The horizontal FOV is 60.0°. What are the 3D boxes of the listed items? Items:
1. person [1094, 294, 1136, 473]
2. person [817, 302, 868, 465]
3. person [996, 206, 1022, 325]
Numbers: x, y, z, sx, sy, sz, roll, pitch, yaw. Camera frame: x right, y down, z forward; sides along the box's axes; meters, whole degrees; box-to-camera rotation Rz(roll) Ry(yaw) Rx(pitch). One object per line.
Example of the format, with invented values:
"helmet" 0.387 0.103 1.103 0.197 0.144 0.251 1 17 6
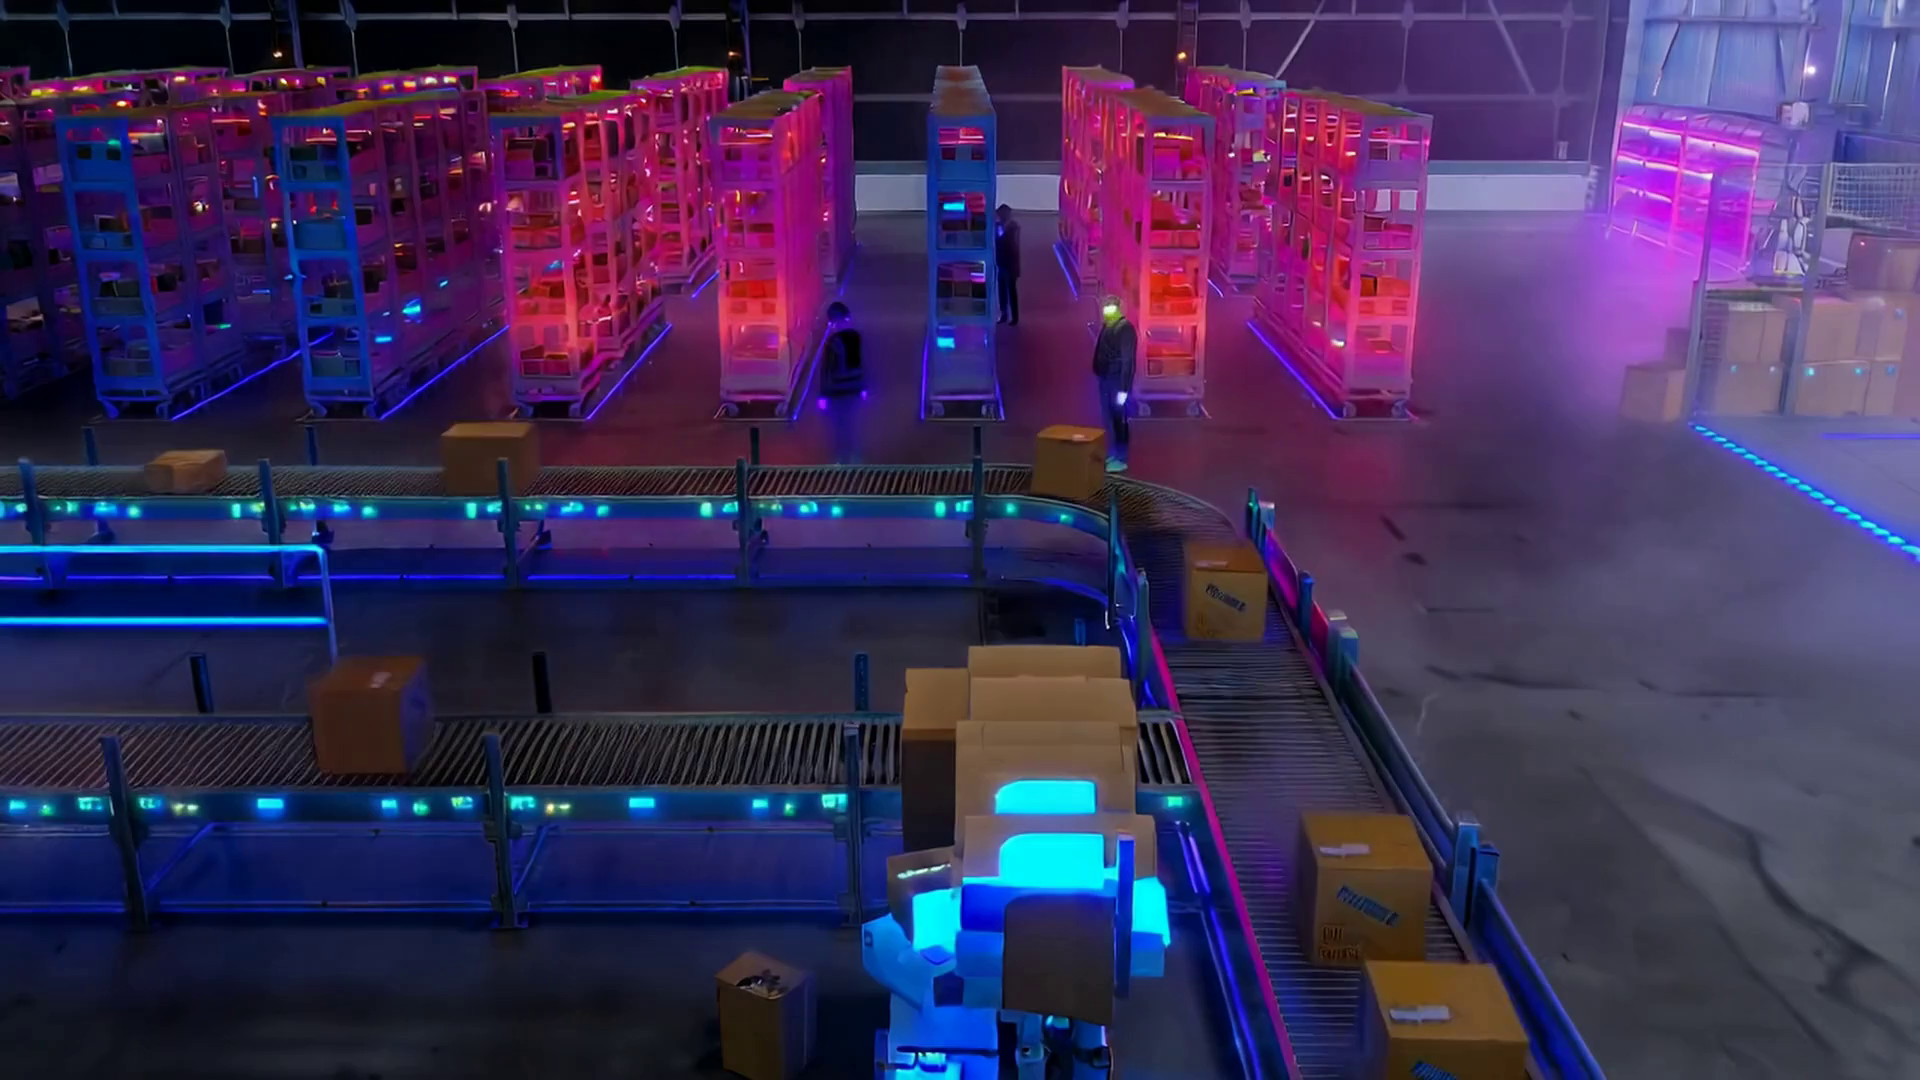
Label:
"person" 1.614 -1.672 17.707 0.399 1.909 0.642 -5 19 -15
"person" -1.291 -1.622 17.690 0.513 1.814 0.625 14 23 37
"person" 0.706 -4.273 25.844 0.569 1.831 0.411 11 21 31
